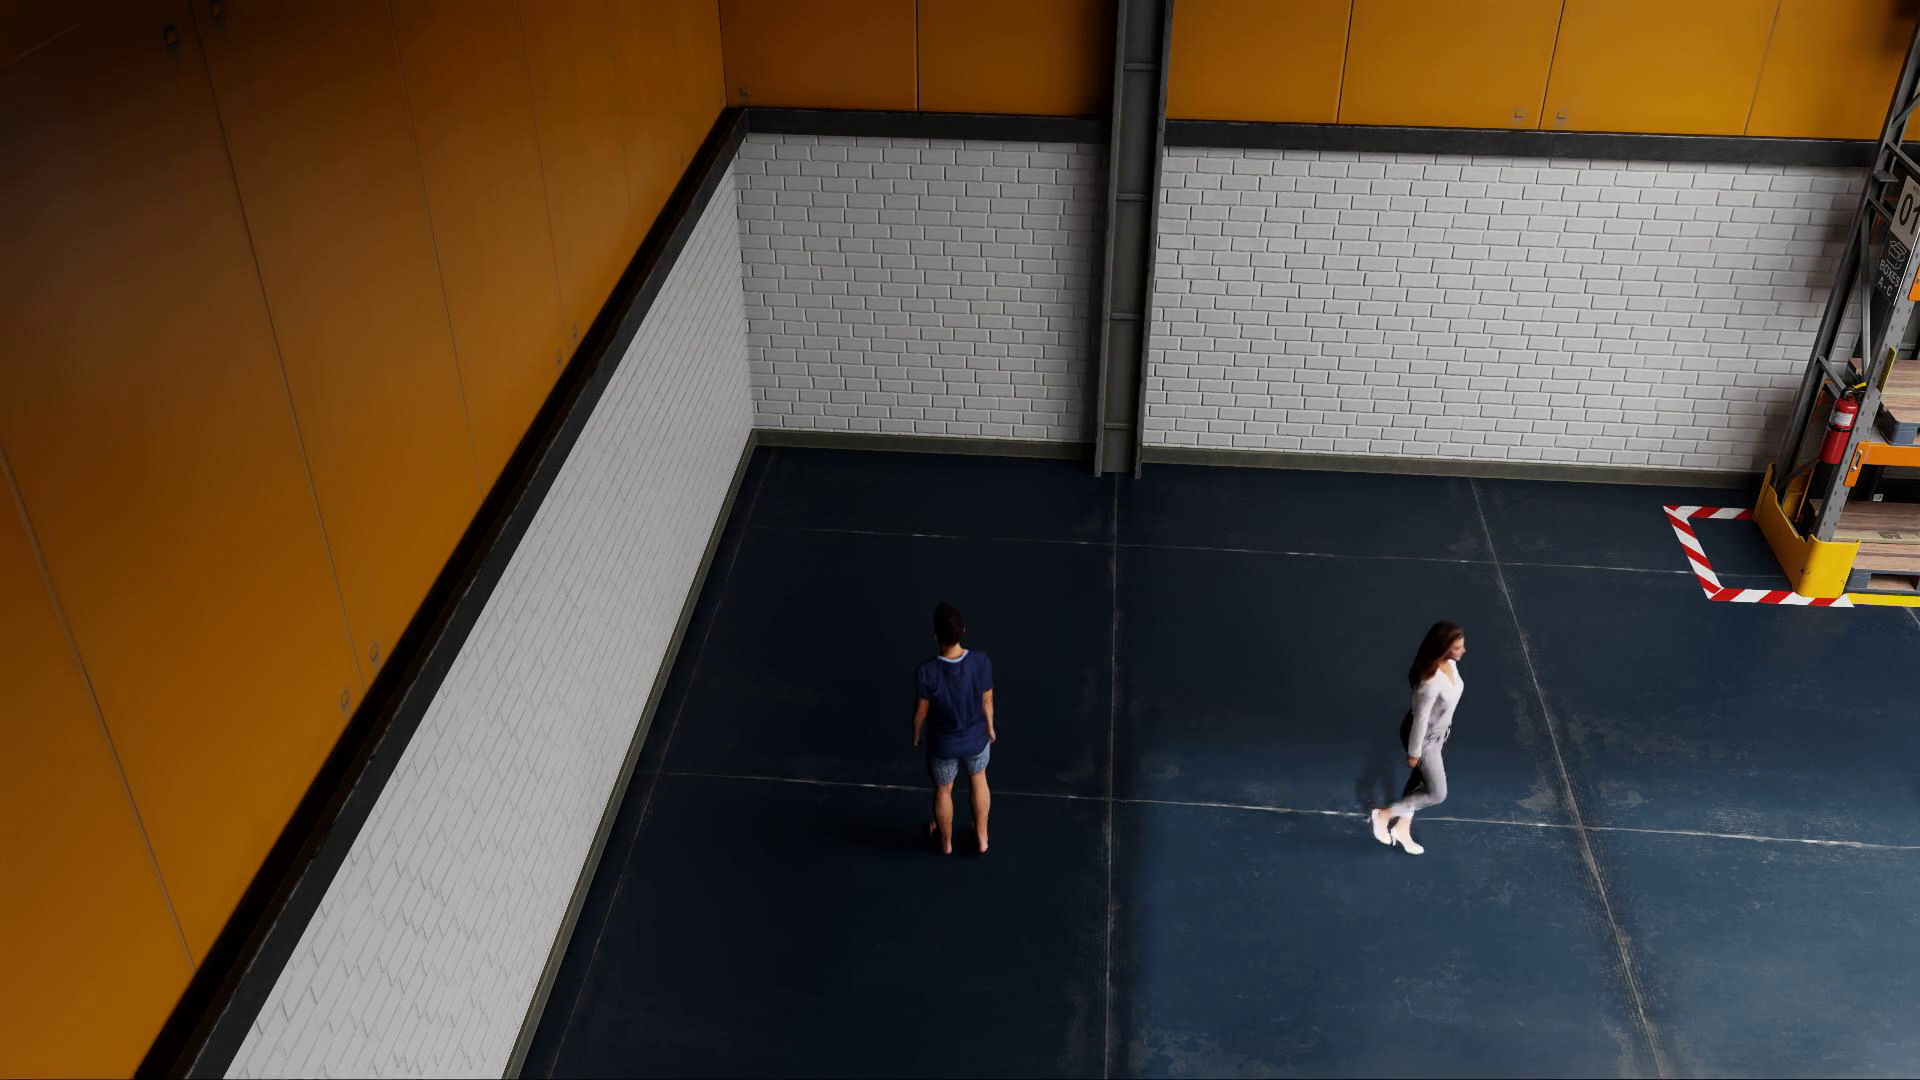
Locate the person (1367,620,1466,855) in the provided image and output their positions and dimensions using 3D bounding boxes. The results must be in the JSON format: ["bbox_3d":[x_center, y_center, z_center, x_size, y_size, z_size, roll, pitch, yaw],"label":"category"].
[{"bbox_3d":[2.708,1.180,10.003,0.764,1.759,0.692,16,37,22],"label":"person"}]

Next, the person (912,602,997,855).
[{"bbox_3d":[-0.007,1.198,9.902,0.696,1.841,0.818,-8,34,-12],"label":"person"}]
